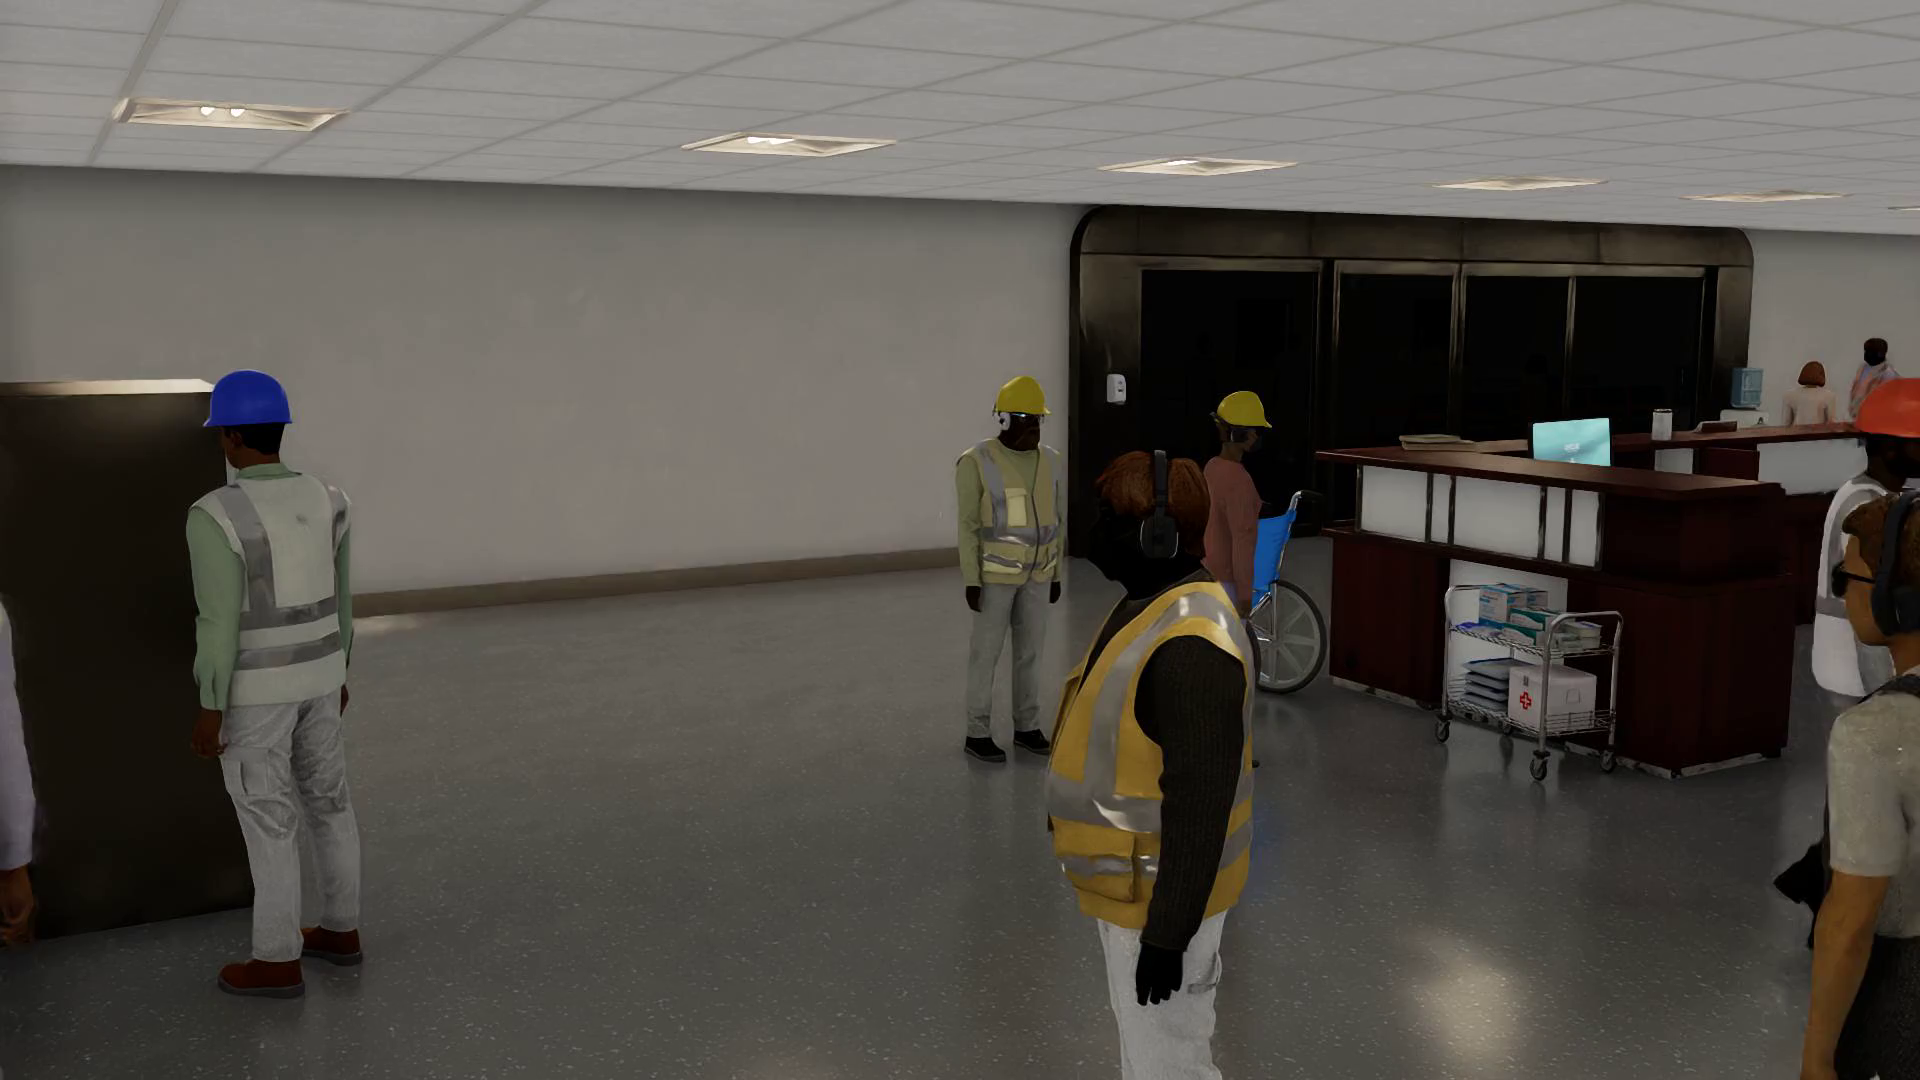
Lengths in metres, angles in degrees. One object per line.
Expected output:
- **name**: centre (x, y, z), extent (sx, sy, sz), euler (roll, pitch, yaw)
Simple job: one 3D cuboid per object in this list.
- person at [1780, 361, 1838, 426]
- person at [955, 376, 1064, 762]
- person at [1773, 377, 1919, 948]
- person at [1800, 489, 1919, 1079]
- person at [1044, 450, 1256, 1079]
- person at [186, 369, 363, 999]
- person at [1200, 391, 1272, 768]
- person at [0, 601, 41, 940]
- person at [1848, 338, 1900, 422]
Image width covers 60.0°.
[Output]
- **person**: centre (8.300, -0.931, 16.282), extent (0.507, 1.633, 0.276), euler (6, 10, 37)
- **person**: centre (0.259, 0.140, 7.866), extent (0.590, 1.827, 0.403), euler (-5, 9, -32)
- **person**: centre (2.991, 0.432, 5.401), extent (0.410, 1.913, 0.569), euler (4, 9, 27)
- **person**: centre (1.649, 0.829, 2.818), extent (0.543, 1.832, 0.477), euler (-4, 9, -27)
- **person**: centre (0.393, 0.730, 3.513), extent (0.429, 1.845, 0.621), euler (0, 8, -2)
- **person**: centre (-2.148, 0.443, 5.200), extent (0.406, 1.945, 0.614), euler (3, 8, 22)
- **person**: centre (1.272, 0.183, 7.780), extent (0.339, 1.757, 0.518), euler (-1, 8, -9)
- **person**: centre (-2.257, 0.701, 3.456), extent (0.524, 1.919, 0.612), euler (8, 11, 44)
- **person**: centre (10.033, -1.313, 18.332), extent (0.535, 1.830, 0.677), euler (0, 8, 0)
